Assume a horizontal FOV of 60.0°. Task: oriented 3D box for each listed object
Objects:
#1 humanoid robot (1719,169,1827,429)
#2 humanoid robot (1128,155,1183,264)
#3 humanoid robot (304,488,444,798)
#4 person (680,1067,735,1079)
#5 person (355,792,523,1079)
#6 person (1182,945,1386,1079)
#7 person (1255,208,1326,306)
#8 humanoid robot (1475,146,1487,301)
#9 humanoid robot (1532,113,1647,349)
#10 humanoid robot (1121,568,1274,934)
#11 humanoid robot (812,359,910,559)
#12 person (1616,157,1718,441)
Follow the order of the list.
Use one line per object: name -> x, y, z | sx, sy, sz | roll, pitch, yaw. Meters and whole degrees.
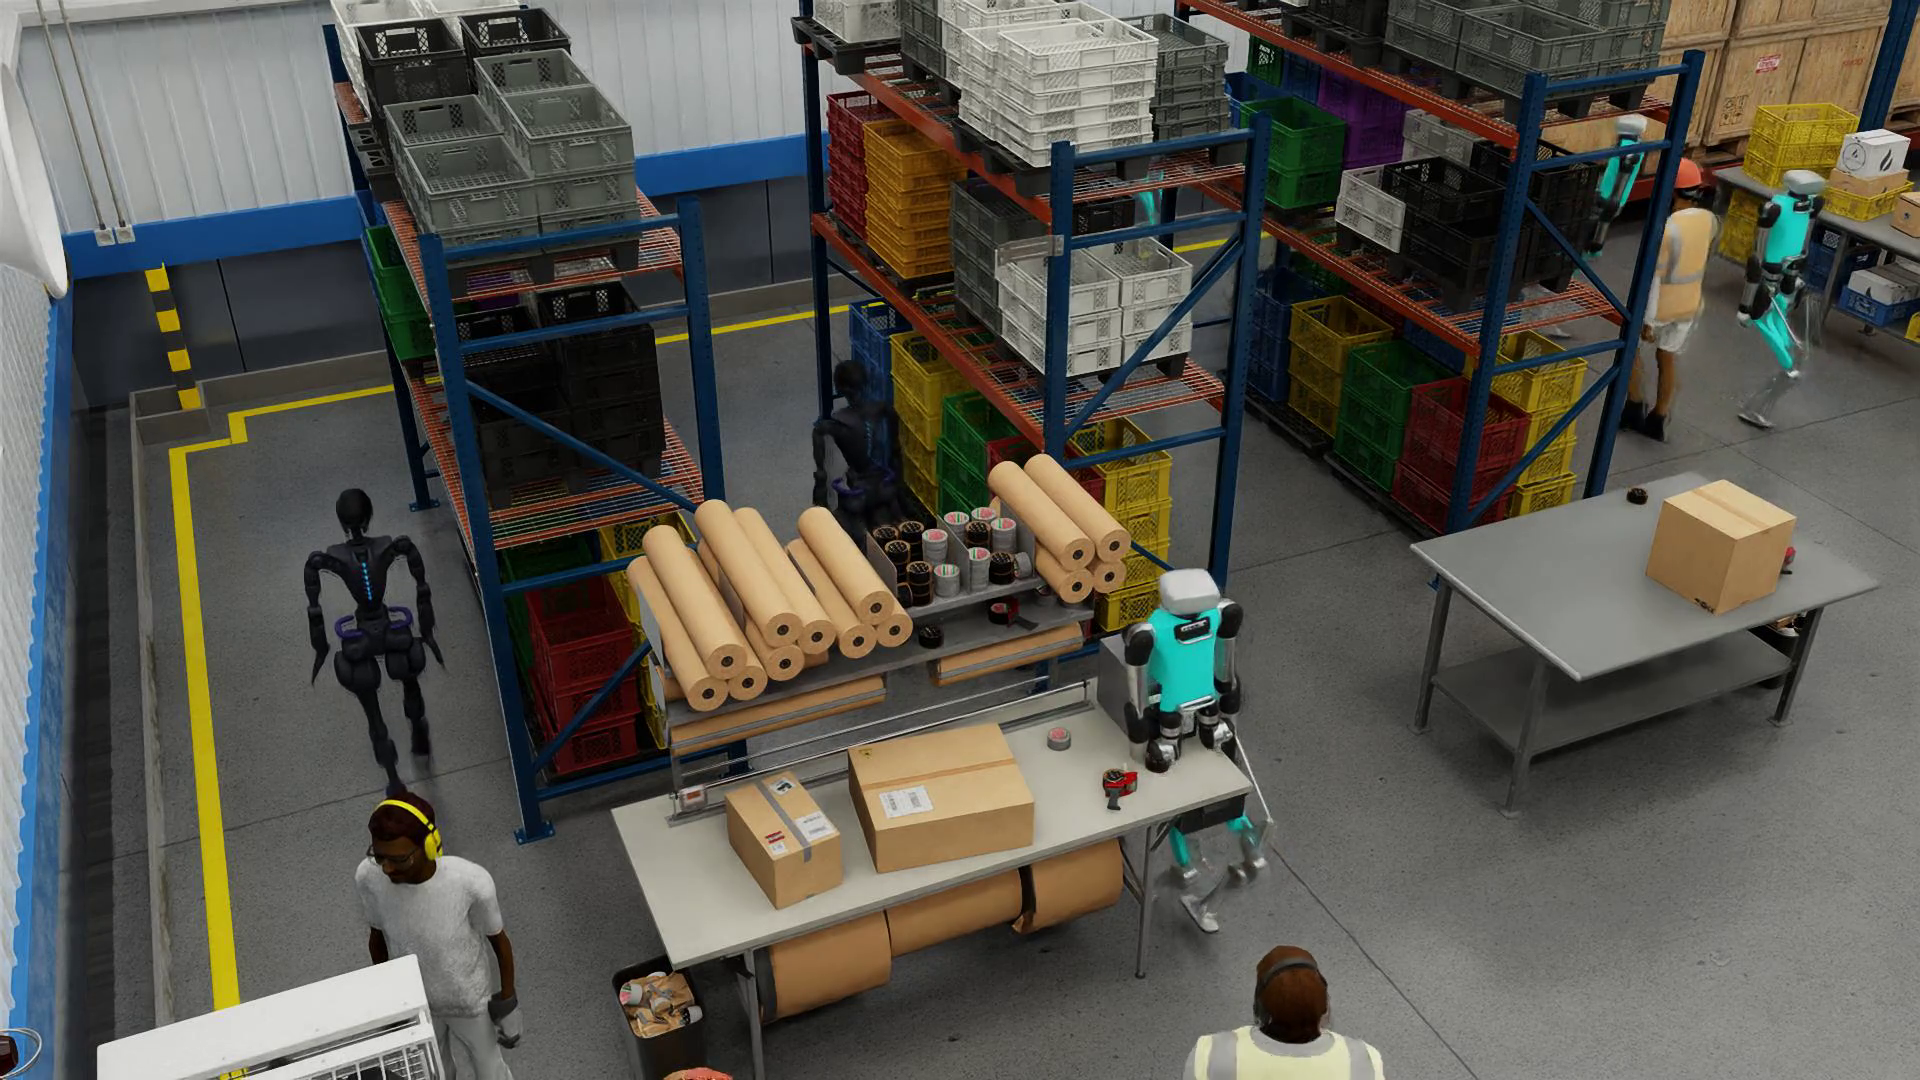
humanoid robot -> 5.519, -1.527, 11.071 | 0.548, 1.802, 0.773 | -16, 35, -24
humanoid robot -> 1.517, -2.865, 13.203 | 0.575, 1.761, 0.748 | 5, 32, 8
humanoid robot -> -2.789, 0.471, 7.875 | 0.601, 1.643, 0.649 | -14, 34, -21
person -> -0.638, 2.258, 4.638 | 0.612, 2.029, 0.456 | -18, 36, -27
person -> -1.796, 1.624, 5.807 | 0.530, 1.869, 0.313 | 4, 32, 6
person -> 0.960, 2.026, 5.223 | 0.625, 1.803, 0.932 | 0, 32, -1
person -> 2.577, -2.455, 12.468 | 0.504, 1.828, 0.528 | -5, 32, -8
humanoid robot -> 3.700, -2.109, 12.053 | 0.376, 1.649, 0.608 | 20, 37, 29
humanoid robot -> 4.531, -2.243, 12.291 | 0.742, 1.854, 0.568 | 10, 33, 16
humanoid robot -> 1.007, 1.011, 6.949 | 0.549, 1.797, 0.834 | -13, 34, -20
humanoid robot -> -0.481, -0.181, 8.931 | 0.610, 1.634, 0.634 | -21, 37, -30
person -> 4.637, -1.559, 10.949 | 0.552, 1.905, 0.513 | -13, 34, -20
